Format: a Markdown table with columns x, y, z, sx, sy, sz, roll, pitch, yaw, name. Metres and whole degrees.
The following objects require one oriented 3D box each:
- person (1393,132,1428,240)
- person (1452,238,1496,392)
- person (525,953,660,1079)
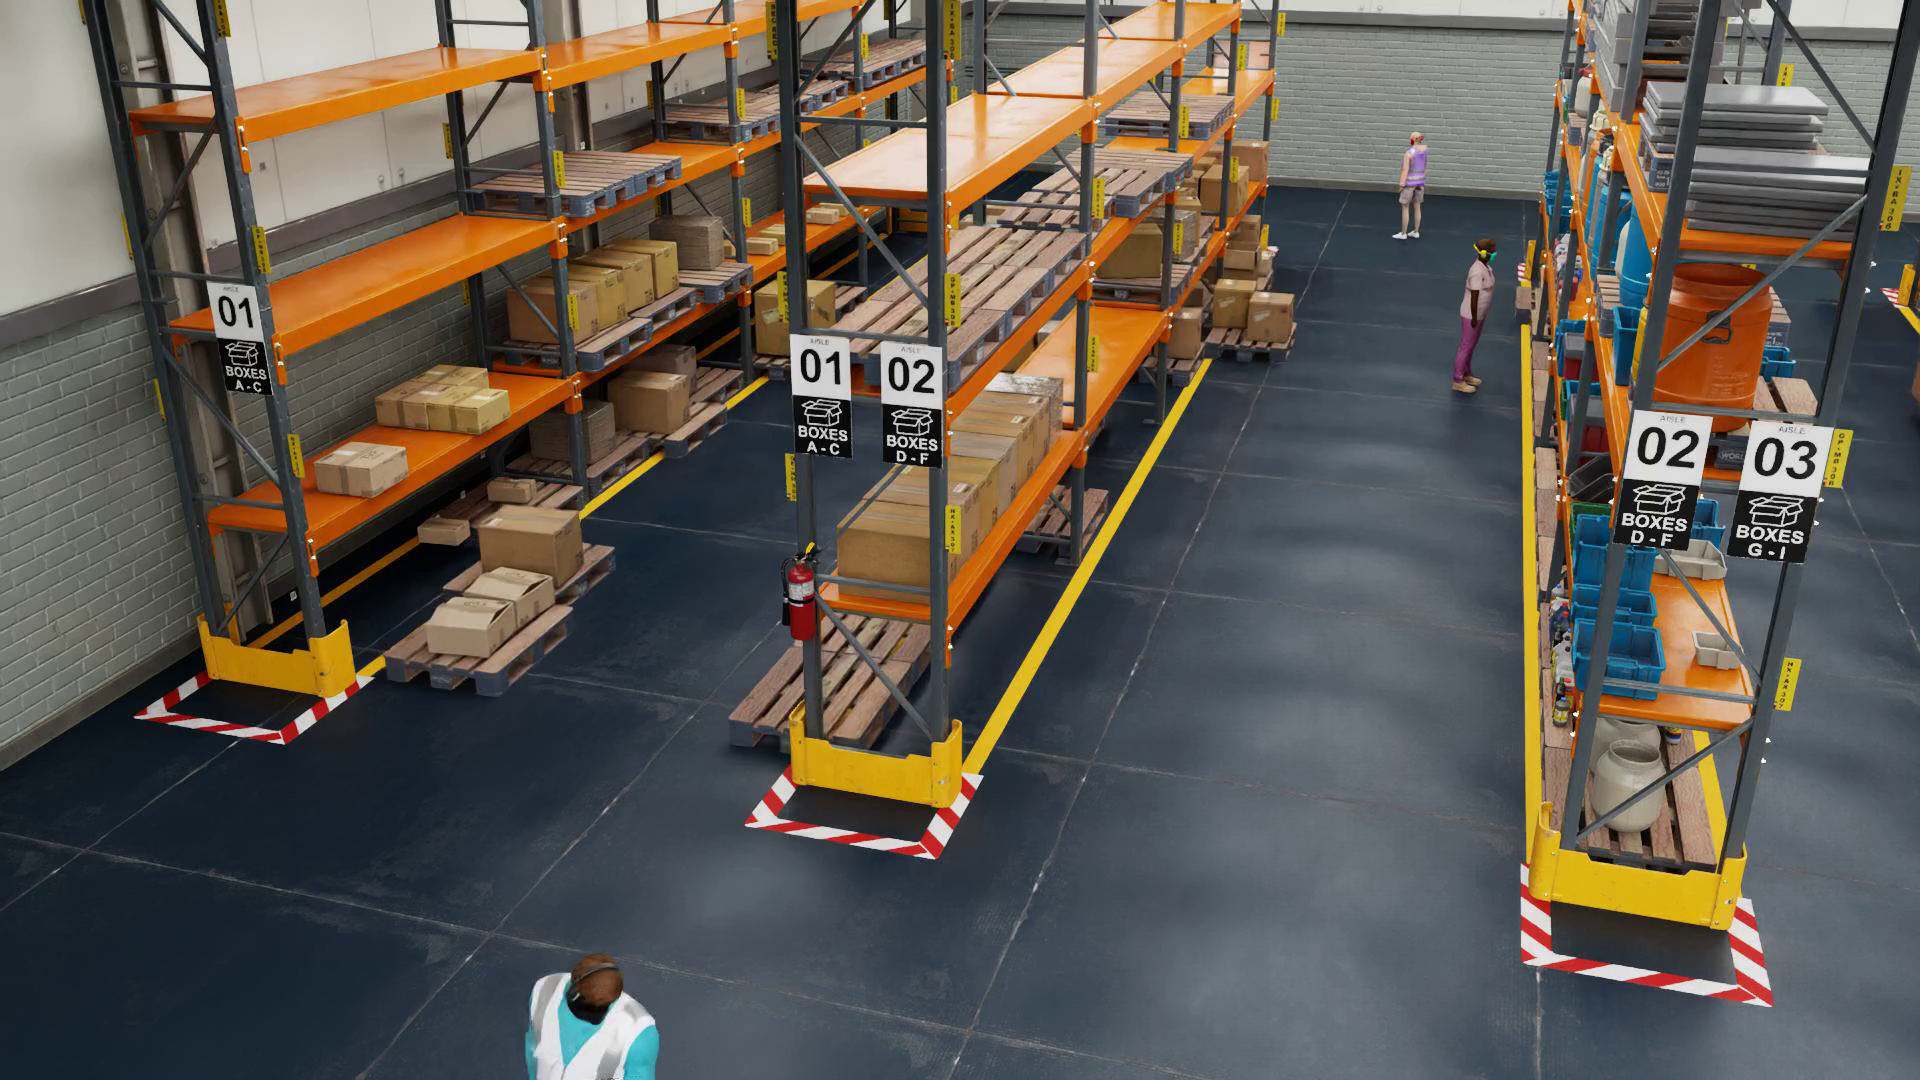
| x | y | z | sx | sy | sz | roll | pitch | yaw | name |
| --- | --- | --- | --- | --- | --- | --- | --- | --- | --- |
| 7.185 | -5.622 | 26.419 | 0.491 | 1.688 | 0.347 | -13 | 26 | -27 | person |
| 5.994 | -2.622 | 19.332 | 0.337 | 1.793 | 0.506 | 11 | 26 | 23 | person |
| -1.616 | 2.543 | 7.346 | 0.711 | 1.807 | 0.433 | 11 | 26 | 23 | person |
